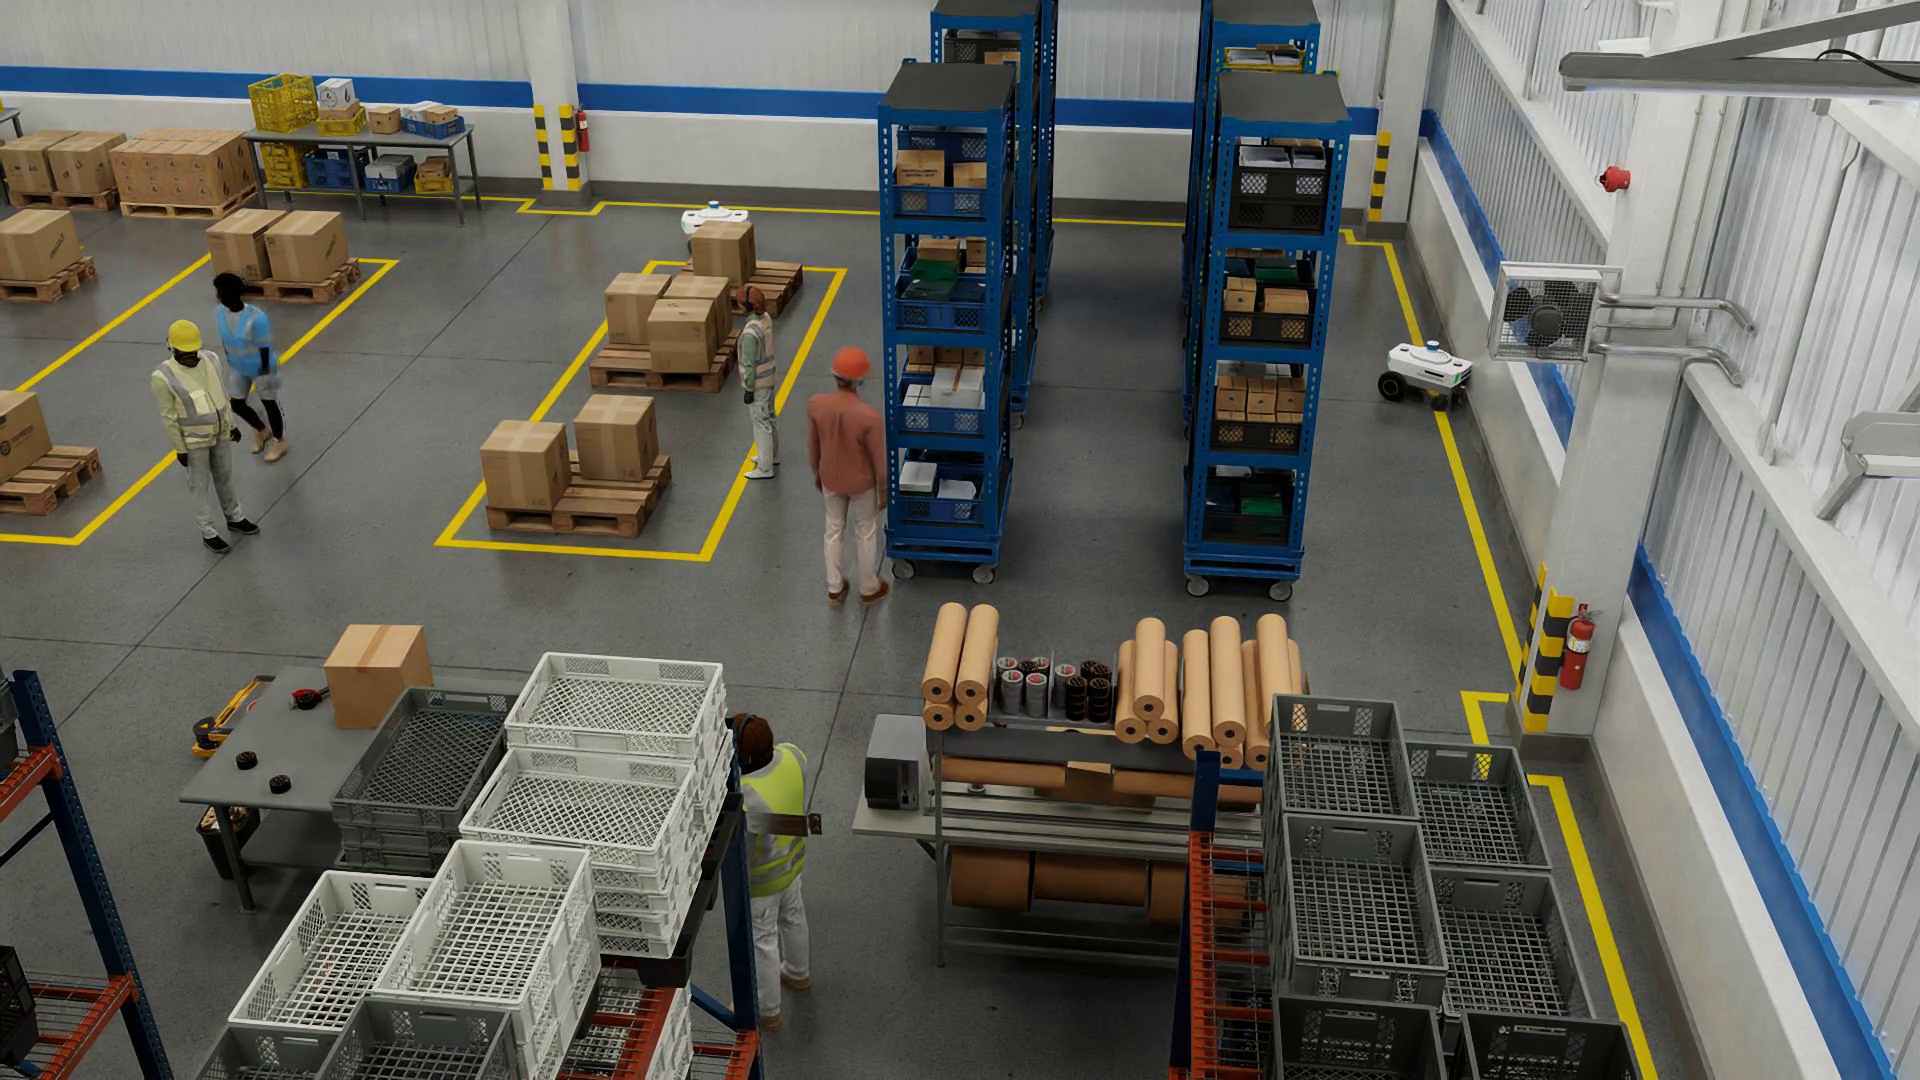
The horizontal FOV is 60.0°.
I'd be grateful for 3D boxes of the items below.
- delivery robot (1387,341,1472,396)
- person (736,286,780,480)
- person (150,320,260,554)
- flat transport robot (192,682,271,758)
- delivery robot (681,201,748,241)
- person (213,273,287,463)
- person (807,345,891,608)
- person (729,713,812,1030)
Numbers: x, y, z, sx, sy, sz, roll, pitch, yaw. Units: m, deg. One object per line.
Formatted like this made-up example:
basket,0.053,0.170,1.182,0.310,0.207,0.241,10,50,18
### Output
delivery robot,4.217,-1.548,14.935,0.707,0.478,0.477,22,37,33
person,-1.636,-1.287,13.515,0.310,1.631,0.509,4,30,7
person,-5.664,-0.799,12.485,0.404,1.826,0.587,14,33,22
flat transport robot,-4.089,1.163,10.648,1.431,0.197,0.652,3,30,6
delivery robot,-2.686,-3.471,18.238,0.707,0.478,0.477,-1,30,-1
person,-5.833,-1.412,13.670,0.524,1.681,0.371,7,31,13
person,-0.764,-0.441,11.706,0.620,1.993,0.392,12,32,19
person,-0.985,1.634,8.301,0.428,1.836,0.629,13,33,22
